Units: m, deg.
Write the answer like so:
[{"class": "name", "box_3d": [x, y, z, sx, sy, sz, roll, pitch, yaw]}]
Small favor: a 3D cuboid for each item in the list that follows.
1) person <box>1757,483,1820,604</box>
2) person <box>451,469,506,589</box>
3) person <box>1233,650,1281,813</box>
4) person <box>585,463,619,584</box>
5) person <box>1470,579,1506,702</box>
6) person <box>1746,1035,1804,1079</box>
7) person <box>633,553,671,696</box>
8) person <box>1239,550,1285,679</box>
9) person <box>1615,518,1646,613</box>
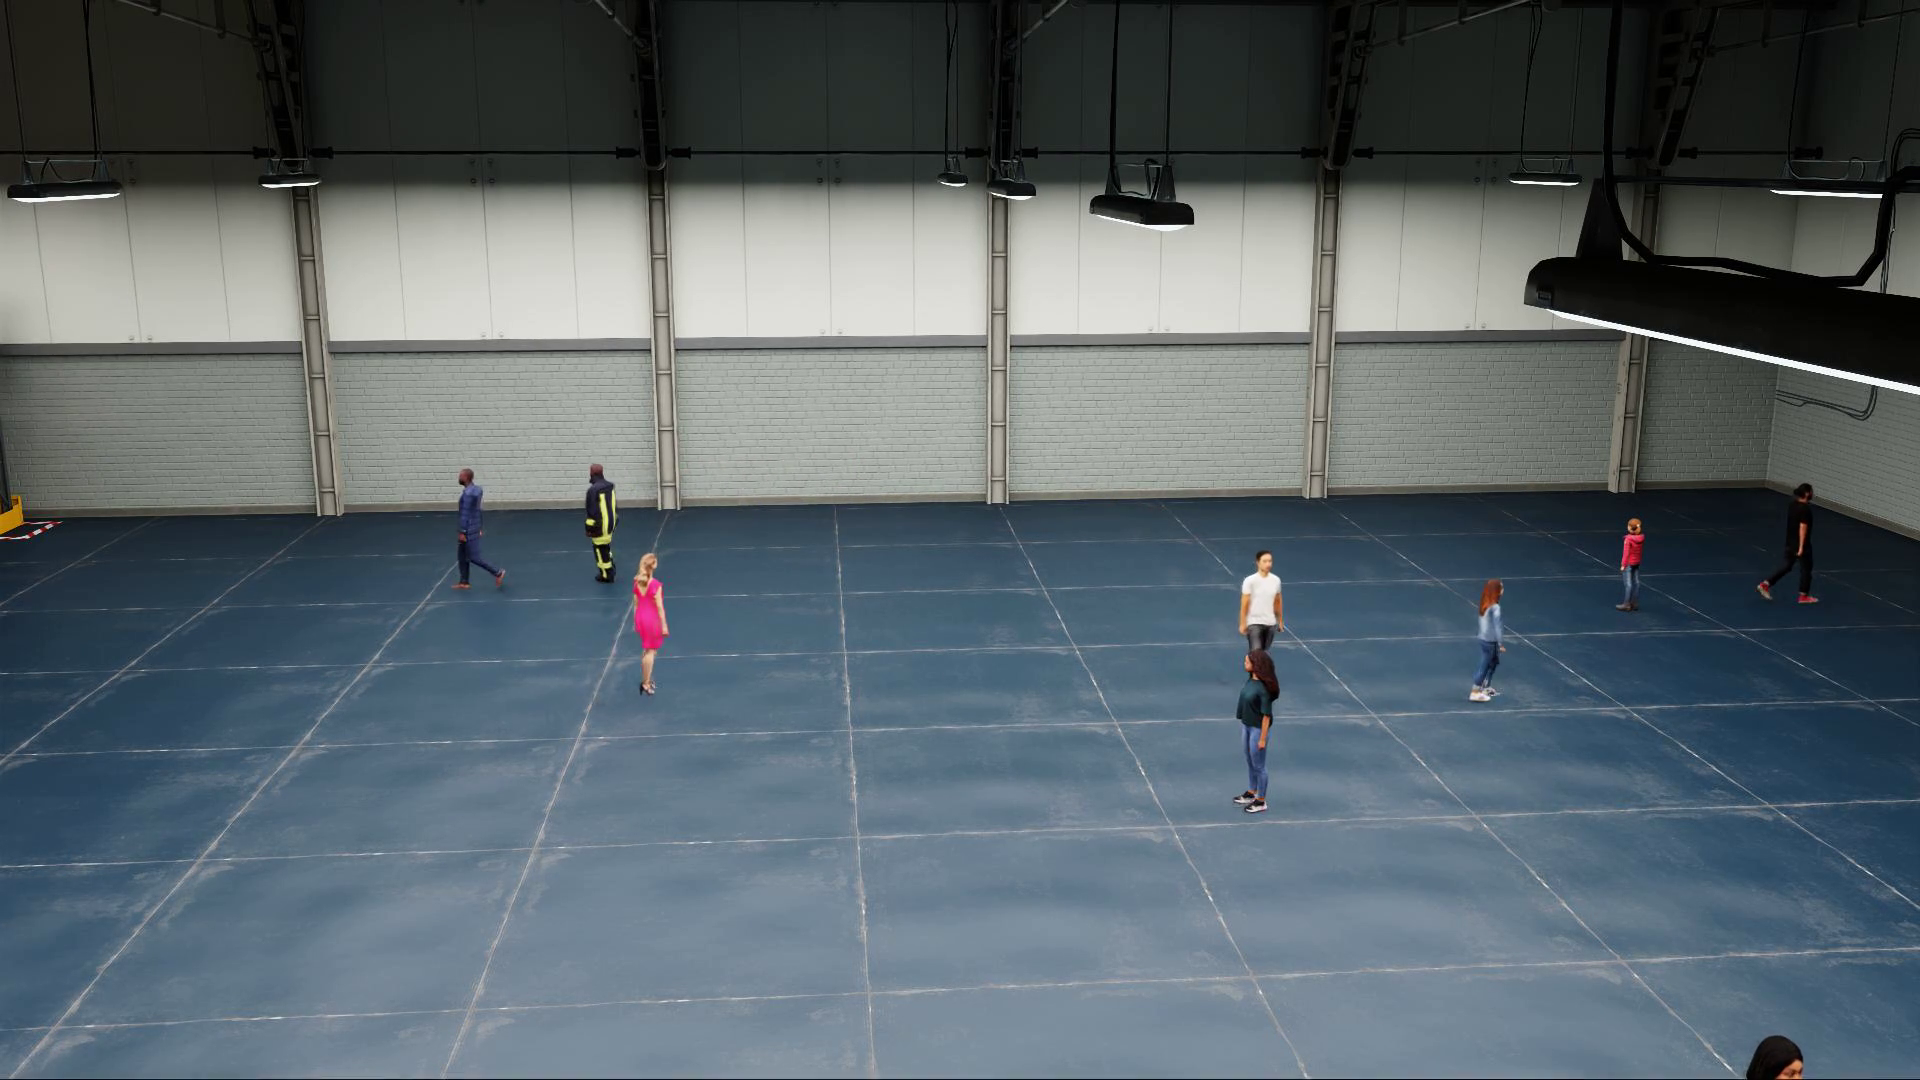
[{"class": "person", "box_3d": [11.816, 0.066, 23.631, 1.077, 1.730, 0.657, -1, 13, -3]}, {"class": "person", "box_3d": [-7.097, -0.136, 24.359, 1.028, 1.796, 0.663, -1, 13, -5]}, {"class": "person", "box_3d": [2.898, 1.843, 16.215, 0.603, 1.615, 0.610, -2, 13, -10]}, {"class": "person", "box_3d": [-5.280, -0.255, 24.844, 0.943, 1.810, 0.912, 6, 14, 25]}, {"class": "person", "box_3d": [6.102, 1.177, 19.428, 0.606, 1.463, 0.591, 0, 13, -2]}, {"class": "person", "box_3d": [4.235, 3.452, 8.835, 0.633, 1.808, 0.762, -5, 14, -21]}, {"class": "person", "box_3d": [-3.742, 1.008, 19.600, 0.728, 1.714, 0.788, 11, 17, 39]}, {"class": "person", "box_3d": [3.492, 0.974, 19.563, 0.734, 1.798, 0.821, -5, 14, -21]}, {"class": "person", "box_3d": [9.447, 0.342, 23.357, 0.533, 1.317, 0.637, -7, 15, -27]}]
